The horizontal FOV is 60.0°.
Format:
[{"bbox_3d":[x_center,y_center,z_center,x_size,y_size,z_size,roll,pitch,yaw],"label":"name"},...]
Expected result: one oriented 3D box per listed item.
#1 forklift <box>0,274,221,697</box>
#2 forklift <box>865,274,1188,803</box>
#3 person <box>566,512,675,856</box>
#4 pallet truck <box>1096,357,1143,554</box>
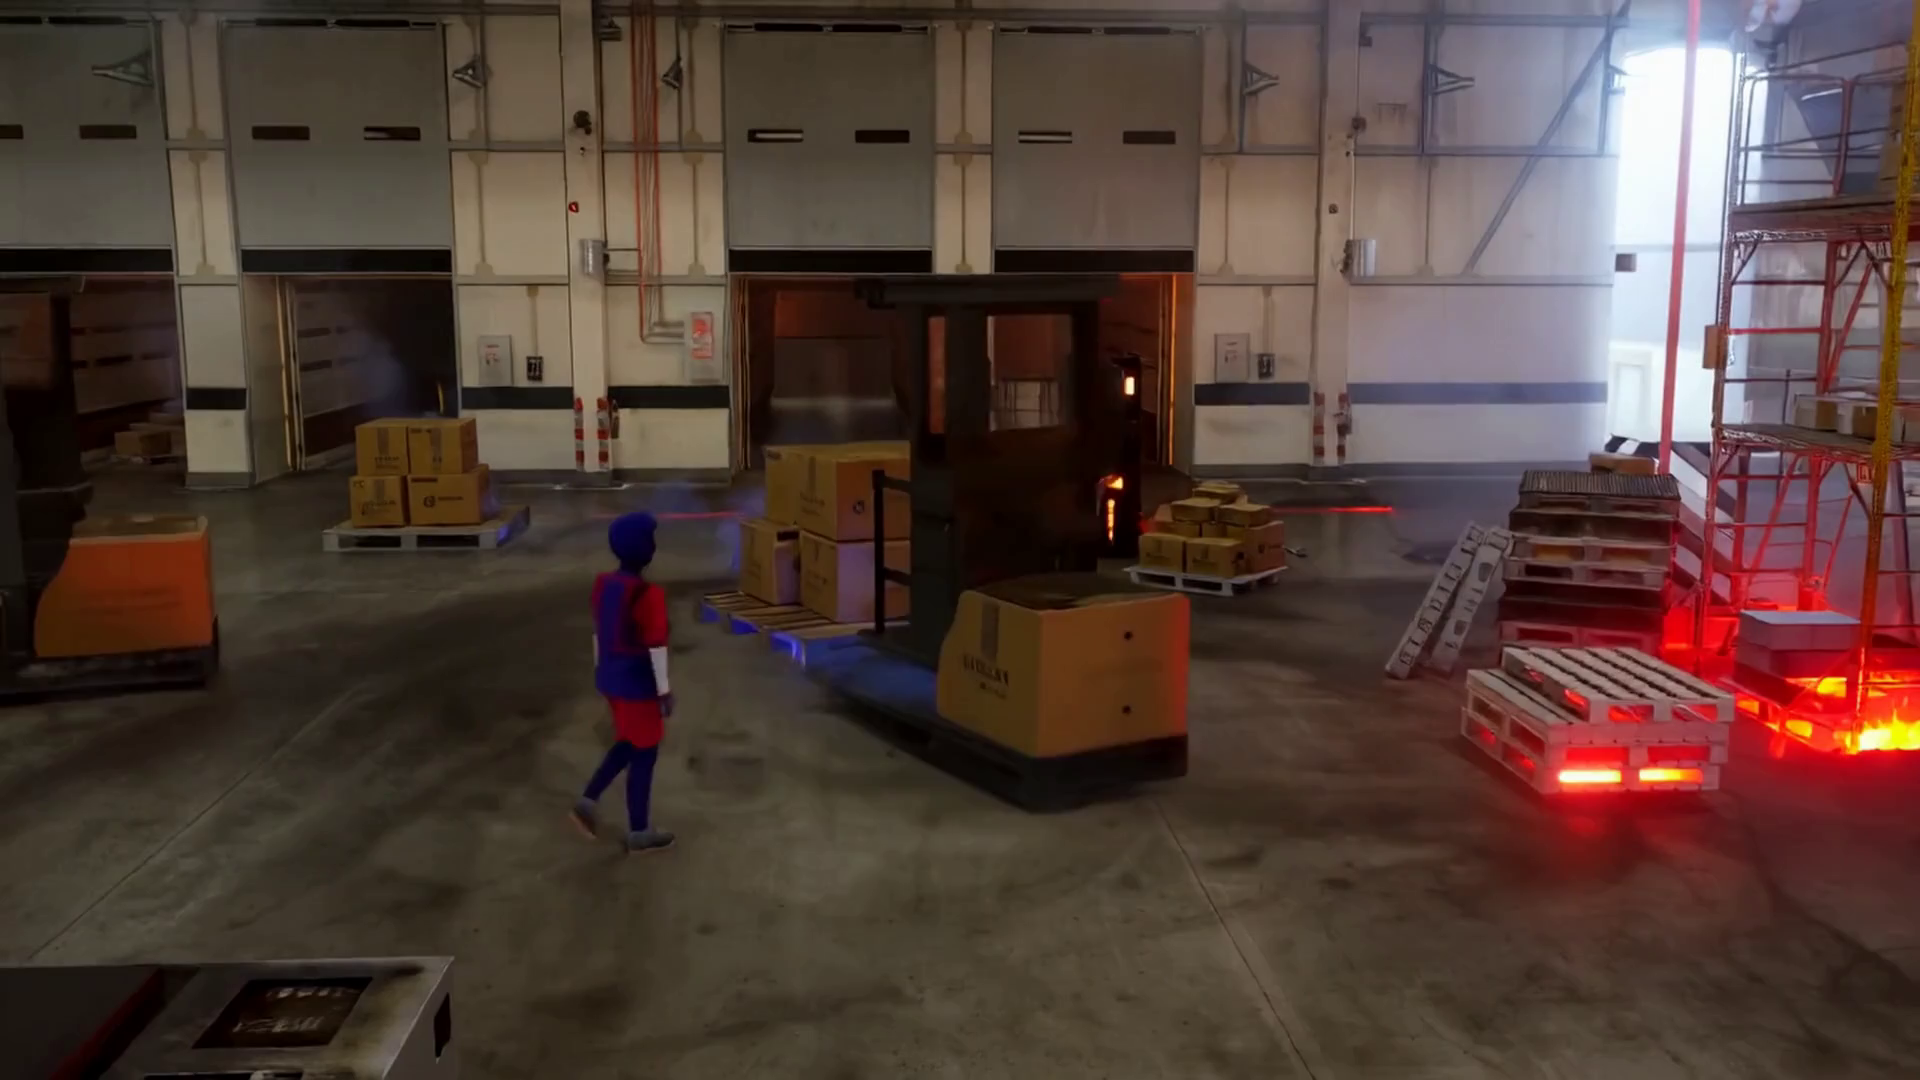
[{"bbox_3d":[-6.146,-0.402,11.272,1.873,2.768,1.129,-4,10,-21],"label":"forklift"},{"bbox_3d":[0.370,-0.117,9.482,1.129,2.768,1.873,-5,10,-30],"label":"forklift"},{"bbox_3d":[-1.615,0.710,8.031,0.421,1.688,0.536,-8,12,-43],"label":"person"},{"bbox_3d":[2.088,-0.836,16.757,1.885,1.965,0.823,2,9,13],"label":"pallet truck"}]
